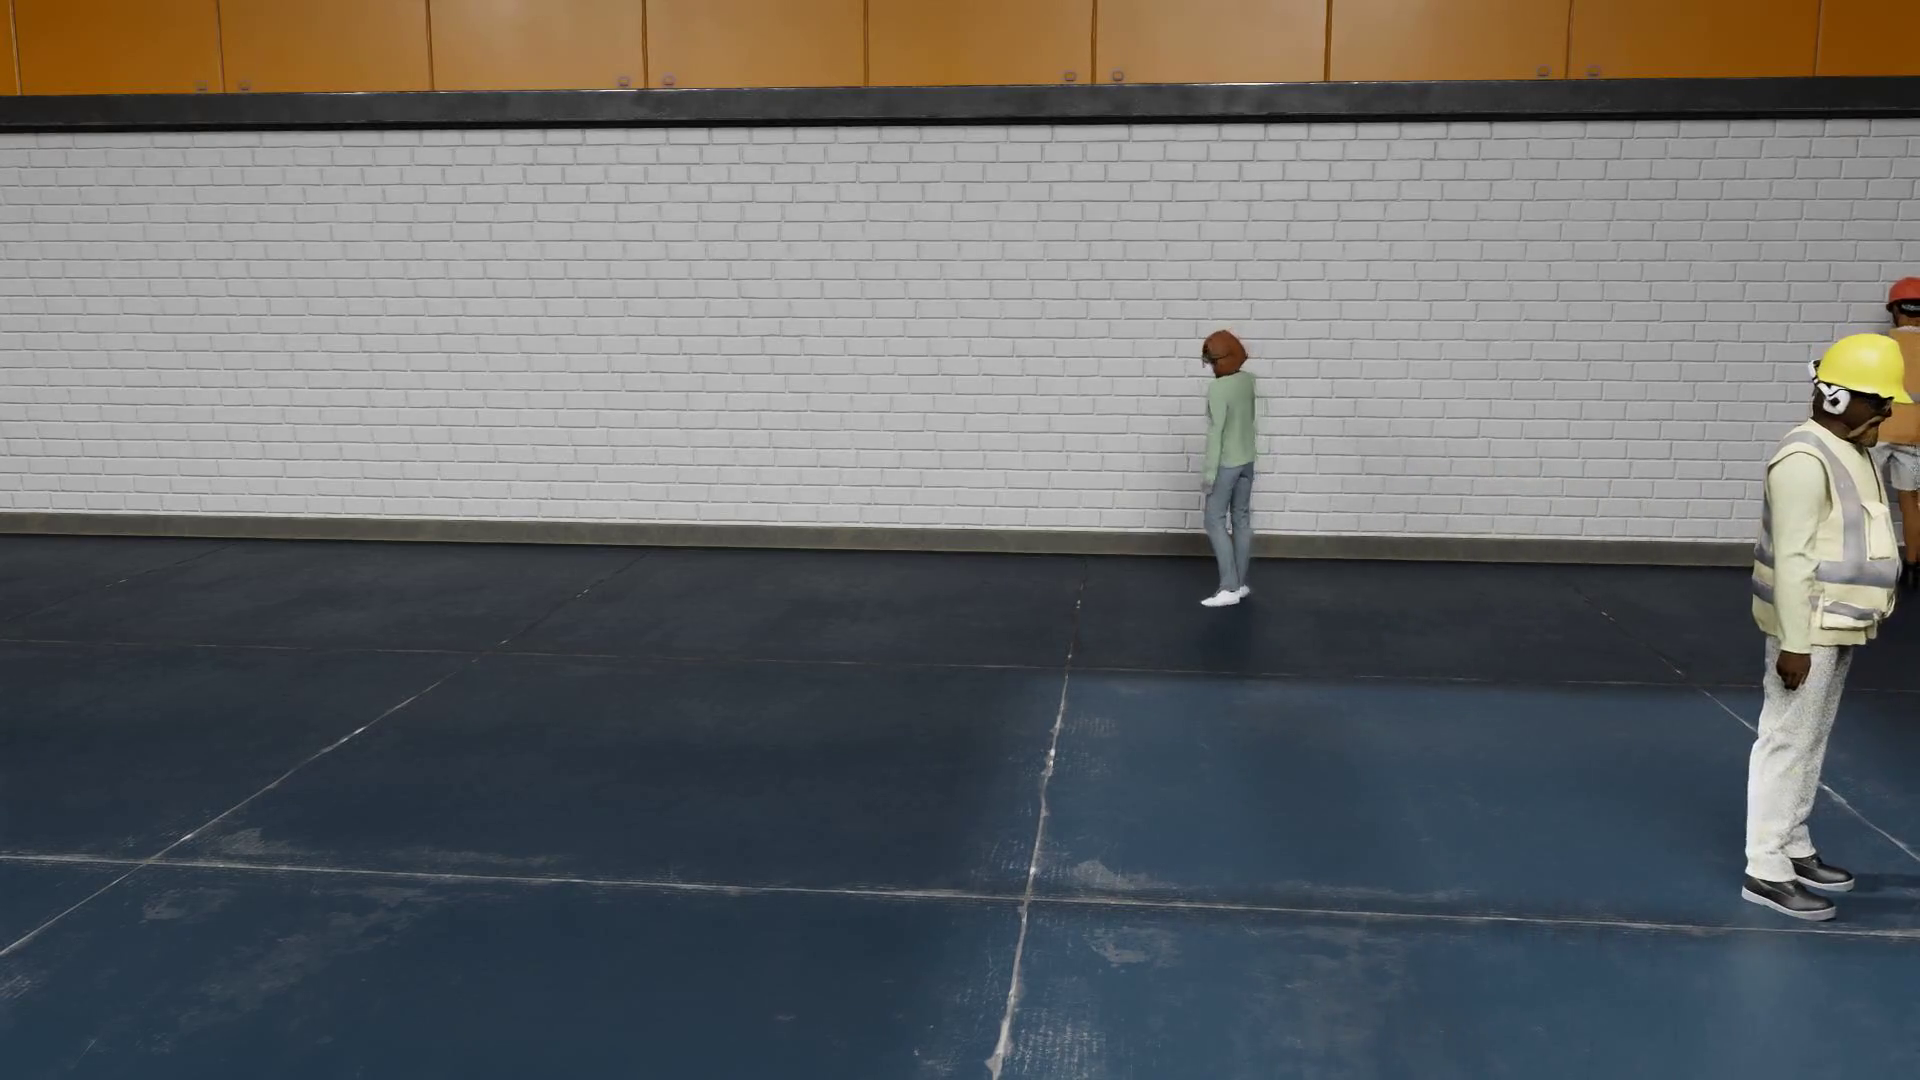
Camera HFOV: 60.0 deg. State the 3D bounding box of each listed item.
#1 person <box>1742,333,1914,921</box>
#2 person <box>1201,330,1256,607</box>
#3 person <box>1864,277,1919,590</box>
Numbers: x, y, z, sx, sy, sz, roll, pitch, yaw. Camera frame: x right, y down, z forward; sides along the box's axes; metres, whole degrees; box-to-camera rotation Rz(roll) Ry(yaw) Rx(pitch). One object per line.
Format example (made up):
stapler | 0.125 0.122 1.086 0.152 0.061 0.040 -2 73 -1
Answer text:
person | 2.719 0.262 5.244 0.403 1.819 0.593 9 13 41
person | 1.599 -0.427 9.805 0.290 1.617 0.618 9 13 41
person | 5.625 -0.624 10.085 0.788 1.906 0.587 2 10 9
